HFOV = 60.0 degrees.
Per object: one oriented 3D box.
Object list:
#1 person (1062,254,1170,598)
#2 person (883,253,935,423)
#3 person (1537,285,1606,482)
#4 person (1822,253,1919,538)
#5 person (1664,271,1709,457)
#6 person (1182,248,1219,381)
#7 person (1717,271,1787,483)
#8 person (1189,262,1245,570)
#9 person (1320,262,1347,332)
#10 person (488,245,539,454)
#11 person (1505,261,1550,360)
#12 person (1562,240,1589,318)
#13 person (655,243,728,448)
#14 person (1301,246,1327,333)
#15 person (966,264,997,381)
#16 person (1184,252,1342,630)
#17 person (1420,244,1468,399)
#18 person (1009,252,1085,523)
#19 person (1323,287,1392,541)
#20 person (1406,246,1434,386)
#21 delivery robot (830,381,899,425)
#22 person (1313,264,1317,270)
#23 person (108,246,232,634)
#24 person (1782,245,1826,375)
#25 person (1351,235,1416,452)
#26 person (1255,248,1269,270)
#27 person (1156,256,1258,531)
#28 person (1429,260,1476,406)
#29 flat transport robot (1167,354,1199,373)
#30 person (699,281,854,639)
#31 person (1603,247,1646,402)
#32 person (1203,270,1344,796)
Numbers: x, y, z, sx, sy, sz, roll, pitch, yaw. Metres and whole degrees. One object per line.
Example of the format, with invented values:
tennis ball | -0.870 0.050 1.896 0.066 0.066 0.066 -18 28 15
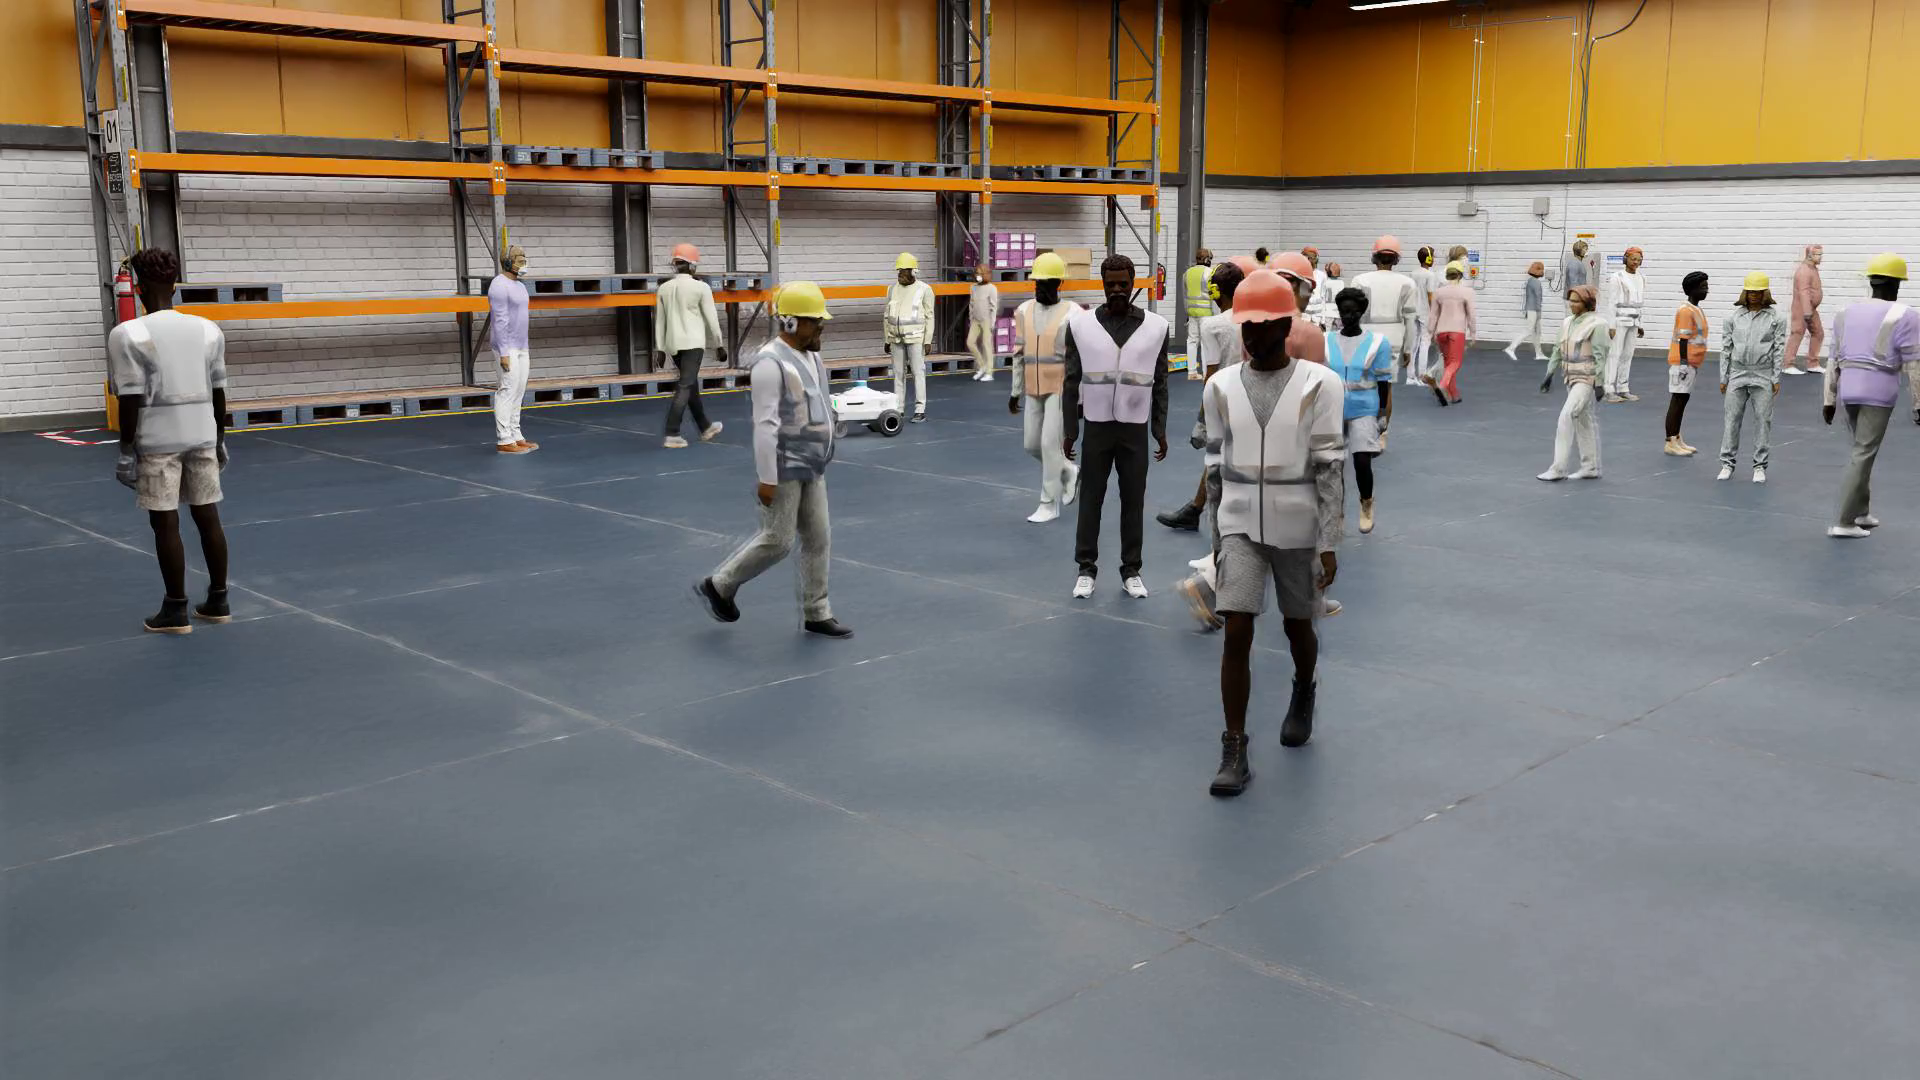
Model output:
person | 0.867 -0.630 9.314 0.596 1.916 0.373 0 10 -1
person | -0.574 -2.184 18.021 0.600 1.831 0.404 5 12 27
person | 5.002 -1.275 13.665 0.733 1.609 0.528 -1 10 -8
person | 6.178 -0.958 11.163 0.771 1.899 0.613 -4 11 -20
person | 6.699 -1.621 15.320 0.320 1.695 0.537 7 12 33
person | 3.384 -3.130 23.173 0.429 1.840 0.624 -8 13 -38
person | 6.497 -1.336 13.673 0.480 1.733 0.339 6 12 28
person | 1.610 -0.735 10.037 0.517 1.865 0.328 -7 13 -35
person | 5.522 -3.323 24.800 0.518 1.625 0.381 -6 12 -31
person | -4.162 -1.757 15.446 0.368 1.932 0.623 1 10 8
person | 9.253 -3.715 27.003 0.751 1.607 0.502 0 10 2
person | 9.785 -3.786 26.464 0.374 1.941 0.627 4 11 22
person | -2.600 -1.879 16.083 0.617 1.941 1.039 7 12 32
person | 4.427 -2.808 21.288 0.583 1.881 0.338 -4 11 -20
person | 0.314 -3.014 23.122 0.522 1.615 0.384 9 14 41
person | 1.585 -0.509 8.603 0.955 1.948 0.621 -5 11 -23
person | 6.012 -2.668 20.459 0.482 1.910 0.642 5 12 26
person | 0.677 -1.096 11.895 0.596 1.906 0.676 9 13 39
person | 2.562 -0.823 11.001 0.537 1.688 0.361 5 11 24
person | 6.247 -3.008 22.440 0.329 1.862 0.515 -4 11 -23
delivery robot | -0.991 -1.368 16.804 0.707 0.478 0.477 -4 11 -21
person | 5.769 -3.909 28.093 0.837 1.587 0.509 0 10 -1
person | -4.023 -0.502 8.501 0.361 1.957 0.612 6 12 30
person | 12.355 -3.319 24.081 0.755 1.880 0.672 8 13 37
person | 3.928 -1.830 15.564 0.632 2.023 0.431 1 10 3
person | 4.924 -3.857 27.225 0.521 1.821 0.976 6 12 28
person | 1.867 -0.959 11.204 0.980 1.884 0.561 1 10 6
person | 5.836 -2.466 19.849 0.545 1.723 0.790 9 14 41
flat transport robot | 2.991 -2.623 24.675 0.652 0.197 1.431 6 12 28
person | -0.927 -0.390 8.323 0.727 1.810 0.613 4 11 20
person | 8.120 -2.624 20.279 0.581 1.882 0.339 -6 12 -29
person | 1.183 -0.061 6.263 0.549 1.910 0.921 4 11 23
